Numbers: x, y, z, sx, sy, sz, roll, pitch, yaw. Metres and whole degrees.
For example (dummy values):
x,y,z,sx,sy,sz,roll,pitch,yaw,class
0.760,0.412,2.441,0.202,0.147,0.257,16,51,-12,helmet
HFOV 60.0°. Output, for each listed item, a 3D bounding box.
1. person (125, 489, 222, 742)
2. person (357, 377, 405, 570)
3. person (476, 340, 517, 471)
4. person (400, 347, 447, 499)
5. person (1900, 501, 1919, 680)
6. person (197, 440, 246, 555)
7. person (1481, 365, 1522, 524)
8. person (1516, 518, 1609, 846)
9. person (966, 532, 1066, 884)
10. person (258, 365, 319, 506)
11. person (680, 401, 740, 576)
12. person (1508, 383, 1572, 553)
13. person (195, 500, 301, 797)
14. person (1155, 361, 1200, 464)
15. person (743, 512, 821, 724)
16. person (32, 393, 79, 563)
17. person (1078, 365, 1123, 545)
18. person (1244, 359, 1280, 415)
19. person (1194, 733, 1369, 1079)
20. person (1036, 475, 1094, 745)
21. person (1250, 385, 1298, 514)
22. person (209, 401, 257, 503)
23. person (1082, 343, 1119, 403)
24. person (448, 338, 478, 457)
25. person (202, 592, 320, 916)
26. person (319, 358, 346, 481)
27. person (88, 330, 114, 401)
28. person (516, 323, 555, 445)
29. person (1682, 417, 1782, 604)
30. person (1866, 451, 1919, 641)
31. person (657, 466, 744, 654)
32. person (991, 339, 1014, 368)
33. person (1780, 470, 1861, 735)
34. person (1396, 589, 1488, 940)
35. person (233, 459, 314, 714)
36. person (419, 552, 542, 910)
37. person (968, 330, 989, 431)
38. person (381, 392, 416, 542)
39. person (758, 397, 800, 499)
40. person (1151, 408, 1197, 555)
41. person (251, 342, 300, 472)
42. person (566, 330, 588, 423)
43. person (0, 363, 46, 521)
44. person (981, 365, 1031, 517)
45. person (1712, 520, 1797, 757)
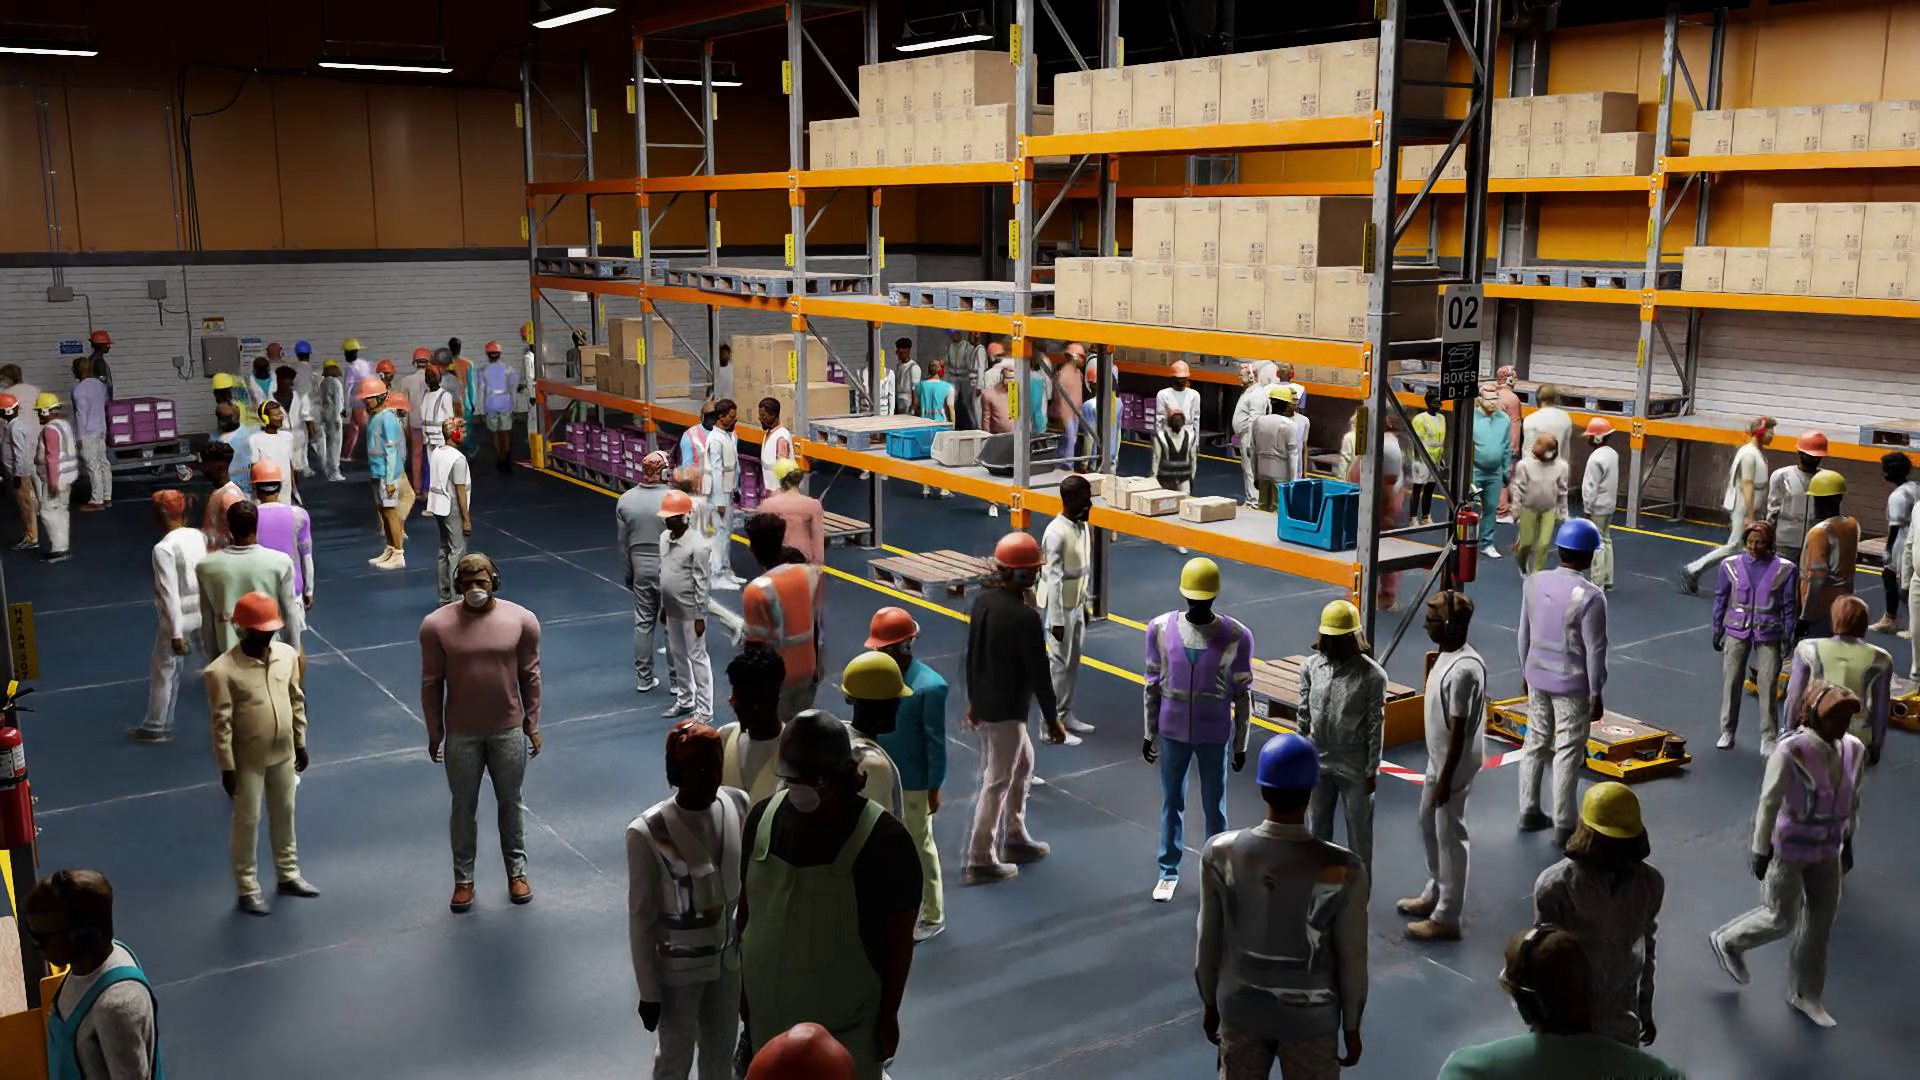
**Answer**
x,y,z,sx,sy,sz,roll,pitch,yaw,class
-5.378,0.547,11.607,1.023,1.839,0.576,2,11,11,person
-6.074,-0.696,17.455,0.406,2.031,0.612,-7,13,-33,person
-6.685,-1.921,24.023,0.558,1.910,0.539,-5,12,-23,person
-7.018,-1.532,21.846,0.617,1.984,0.408,-3,11,-15,person
7.324,0.349,12.446,0.403,1.897,0.654,-5,12,-23,person
-5.752,0.192,13.061,0.367,1.966,0.607,-7,13,-31,person
6.562,-1.154,20.098,0.407,1.910,0.639,-4,12,-20,person
3.576,0.829,9.847,0.404,1.945,0.615,-5,12,-26,person
0.333,0.929,9.285,0.759,1.969,0.619,-5,12,-22,person
-8.172,-1.172,20.198,0.600,1.912,0.956,-9,14,-40,person
-2.519,-0.505,16.959,0.625,1.839,0.430,-7,13,-32,person
6.359,-0.736,17.970,0.636,1.916,0.850,-5,12,-22,person
-4.522,0.701,10.618,0.587,1.910,0.397,-3,11,-14,person
2.674,-1.228,20.405,0.553,1.934,0.366,0,11,-2,person
-1.093,0.786,10.060,0.401,1.949,0.622,8,13,34,person
-9.718,-0.671,17.858,0.447,1.815,0.605,-2,11,-12,person
1.555,-0.952,18.726,0.614,2.039,0.394,-11,15,-43,person
4.265,-1.803,23.079,0.536,2.000,0.684,-5,12,-26,person
1.118,1.625,5.809,0.604,1.939,0.415,5,12,26,person
0.740,0.481,11.737,0.389,1.911,0.588,5,12,24,person
3.352,-0.685,17.675,0.383,1.917,0.584,-10,15,-41,person
-7.407,-0.526,17.119,0.633,1.826,0.632,4,12,20,person
2.034,-1.994,24.059,0.535,2.000,0.681,-1,11,-5,person
-7.599,-2.116,25.160,0.596,1.852,1.013,0,11,-3,person
-3.709,1.125,8.869,0.356,1.741,0.568,6,13,28,person
-8.782,-1.681,23.322,0.650,1.699,0.413,10,15,43,person
-12.500,-2.039,24.299,0.404,2.038,0.605,-8,13,-34,person
-6.948,-2.529,26.999,0.793,1.955,0.619,-8,14,-35,person
7.494,-0.301,16.001,0.852,1.804,0.586,8,14,35,person
8.229,0.054,14.545,0.638,1.648,0.549,9,14,38,person
-2.214,0.169,14.056,0.673,1.618,0.519,-3,12,-17,person
0.703,-2.150,25.413,0.574,1.821,0.452,-9,14,-38,person
6.096,0.465,11.771,0.591,1.923,0.382,-9,14,-37,person
2.487,1.148,8.509,0.353,1.837,0.520,1,11,7,person
-5.065,0.364,12.300,0.549,1.924,0.391,-8,14,-35,person
-2.552,1.013,8.932,0.630,1.940,0.372,-4,12,-17,person
0.297,-2.546,27.314,0.351,1.876,0.585,-1,11,-7,person
-6.438,-0.830,18.941,0.426,1.716,0.630,-7,13,-33,person
-1.826,-0.479,16.659,0.411,1.906,0.602,-4,12,-18,person
2.357,-0.686,18.504,0.529,1.601,0.782,-1,11,-6,person
-9.783,-1.882,23.869,0.636,1.900,0.401,-2,11,-12,person
-6.131,-2.447,26.820,0.534,1.868,0.309,9,14,39,person
-11.422,-1.215,20.388,0.510,1.927,0.728,3,12,16,person
0.577,-1.215,20.473,0.634,1.892,0.395,-3,11,-13,person
5.479,0.666,11.502,0.523,1.631,0.313,7,13,32,person
